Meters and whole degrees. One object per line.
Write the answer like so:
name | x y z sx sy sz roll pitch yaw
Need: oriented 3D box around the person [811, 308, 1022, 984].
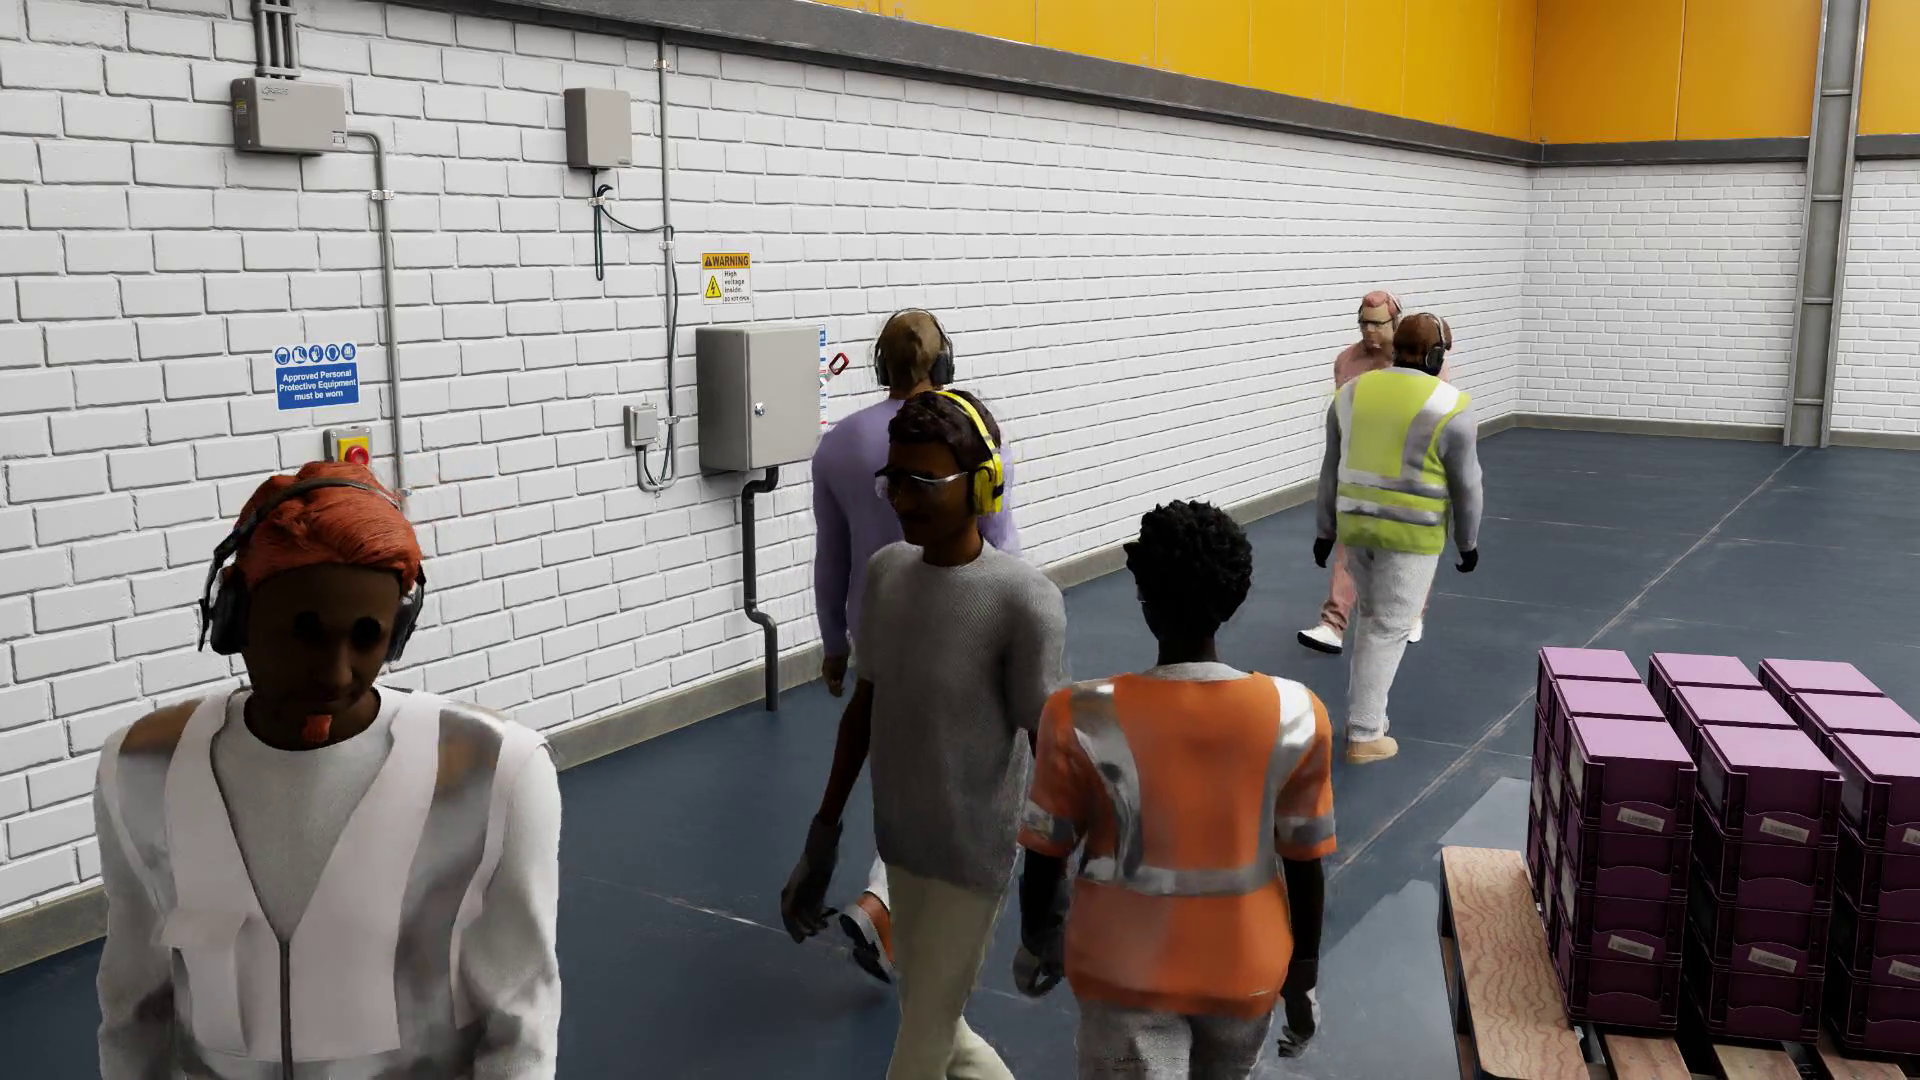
person | -0.174 0.297 4.787 0.632 1.914 0.794 6 12 29

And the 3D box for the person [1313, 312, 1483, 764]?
person | 1.799 -0.007 6.741 0.665 1.812 0.648 -8 13 -39

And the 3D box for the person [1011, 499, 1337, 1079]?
person | 0.367 0.745 2.989 0.545 1.647 0.868 -2 10 -11

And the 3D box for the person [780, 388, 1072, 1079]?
person | -0.029 0.619 3.190 0.815 1.838 0.516 -9 13 -40

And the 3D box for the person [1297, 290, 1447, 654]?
person | 2.145 -0.336 8.467 0.665 1.838 1.014 9 13 39

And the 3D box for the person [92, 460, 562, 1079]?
person | -0.777 0.821 2.054 0.609 1.855 0.423 1 10 4
